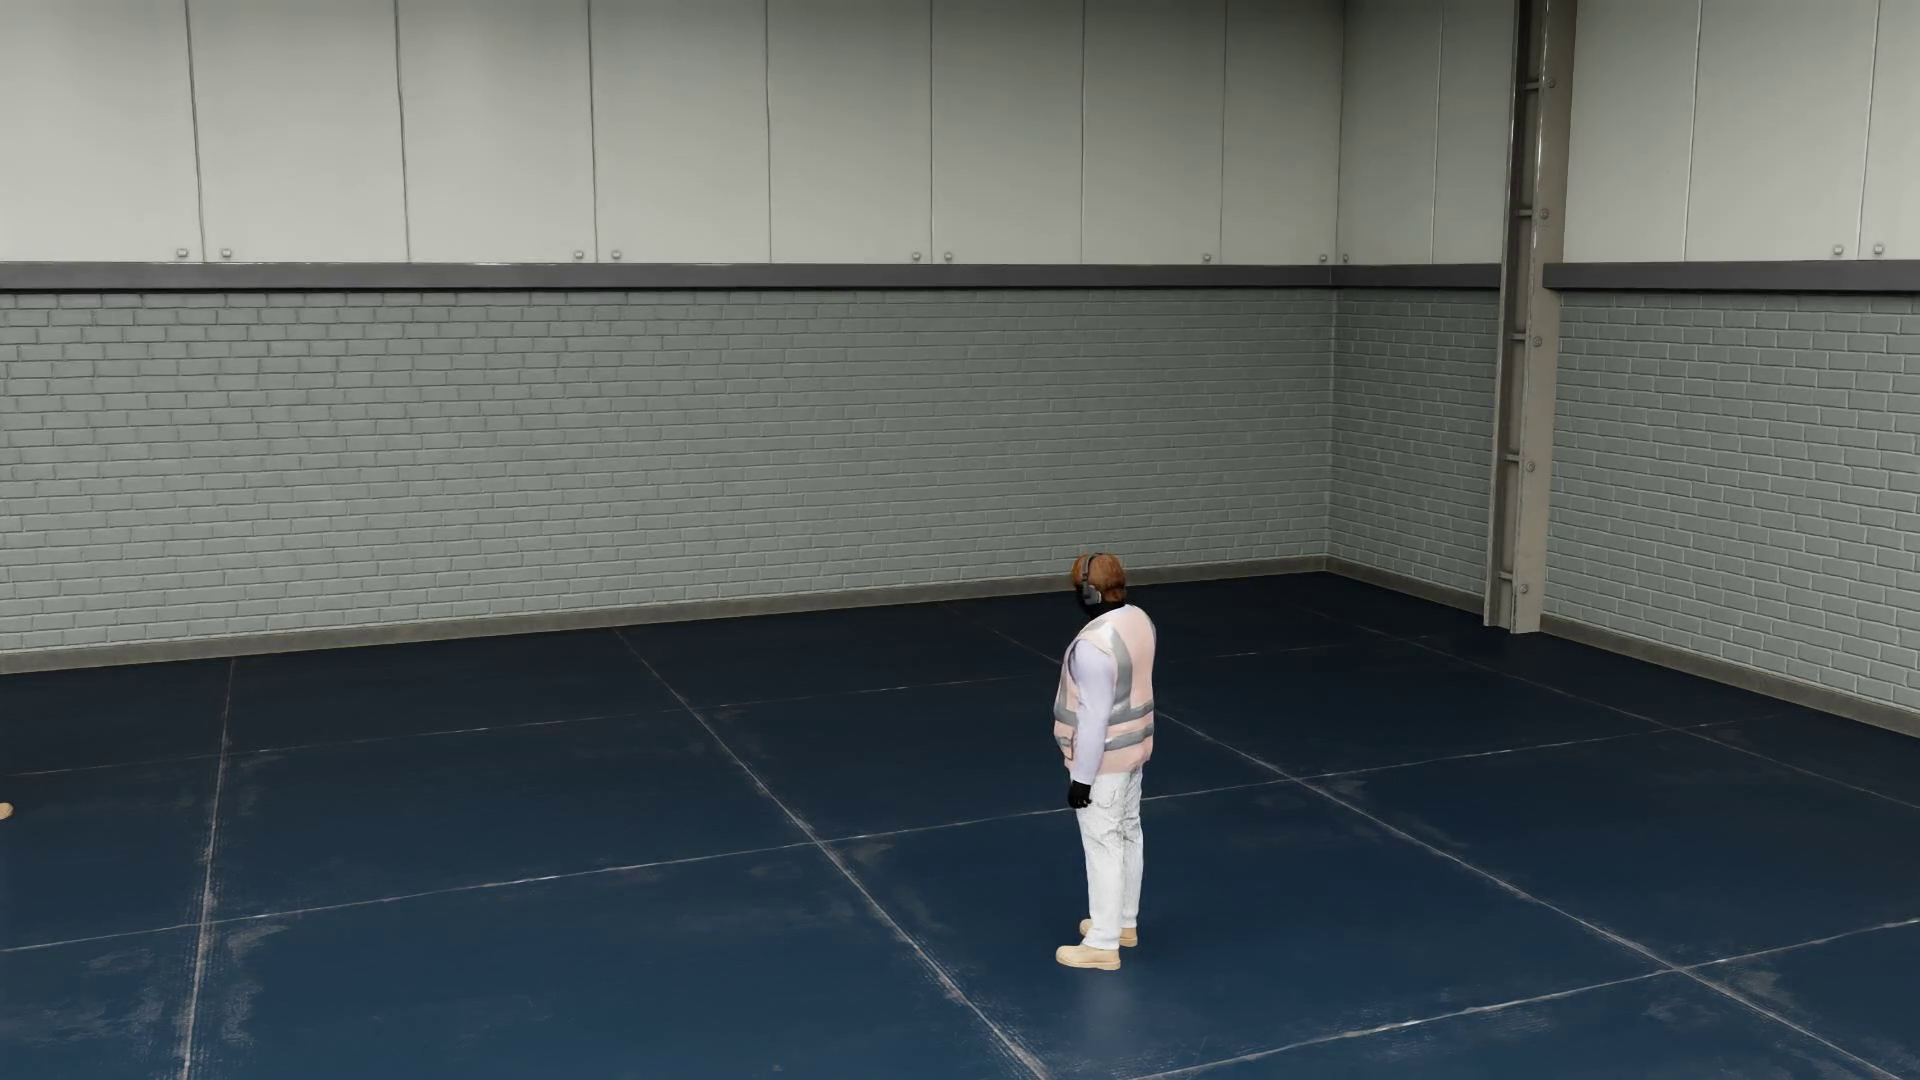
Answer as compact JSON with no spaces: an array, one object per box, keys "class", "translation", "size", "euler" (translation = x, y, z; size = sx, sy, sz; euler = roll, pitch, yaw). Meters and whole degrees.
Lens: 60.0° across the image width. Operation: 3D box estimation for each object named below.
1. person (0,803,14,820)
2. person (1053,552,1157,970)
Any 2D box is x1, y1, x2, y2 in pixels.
[{"class":"person","translation":[-5.593,0.675,9.127],"size":[0.624,1.837,0.430],"euler":[1,9,5]},{"class":"person","translation":[0.624,0.963,7.318],"size":[0.430,1.837,0.620],"euler":[5,10,26]}]
